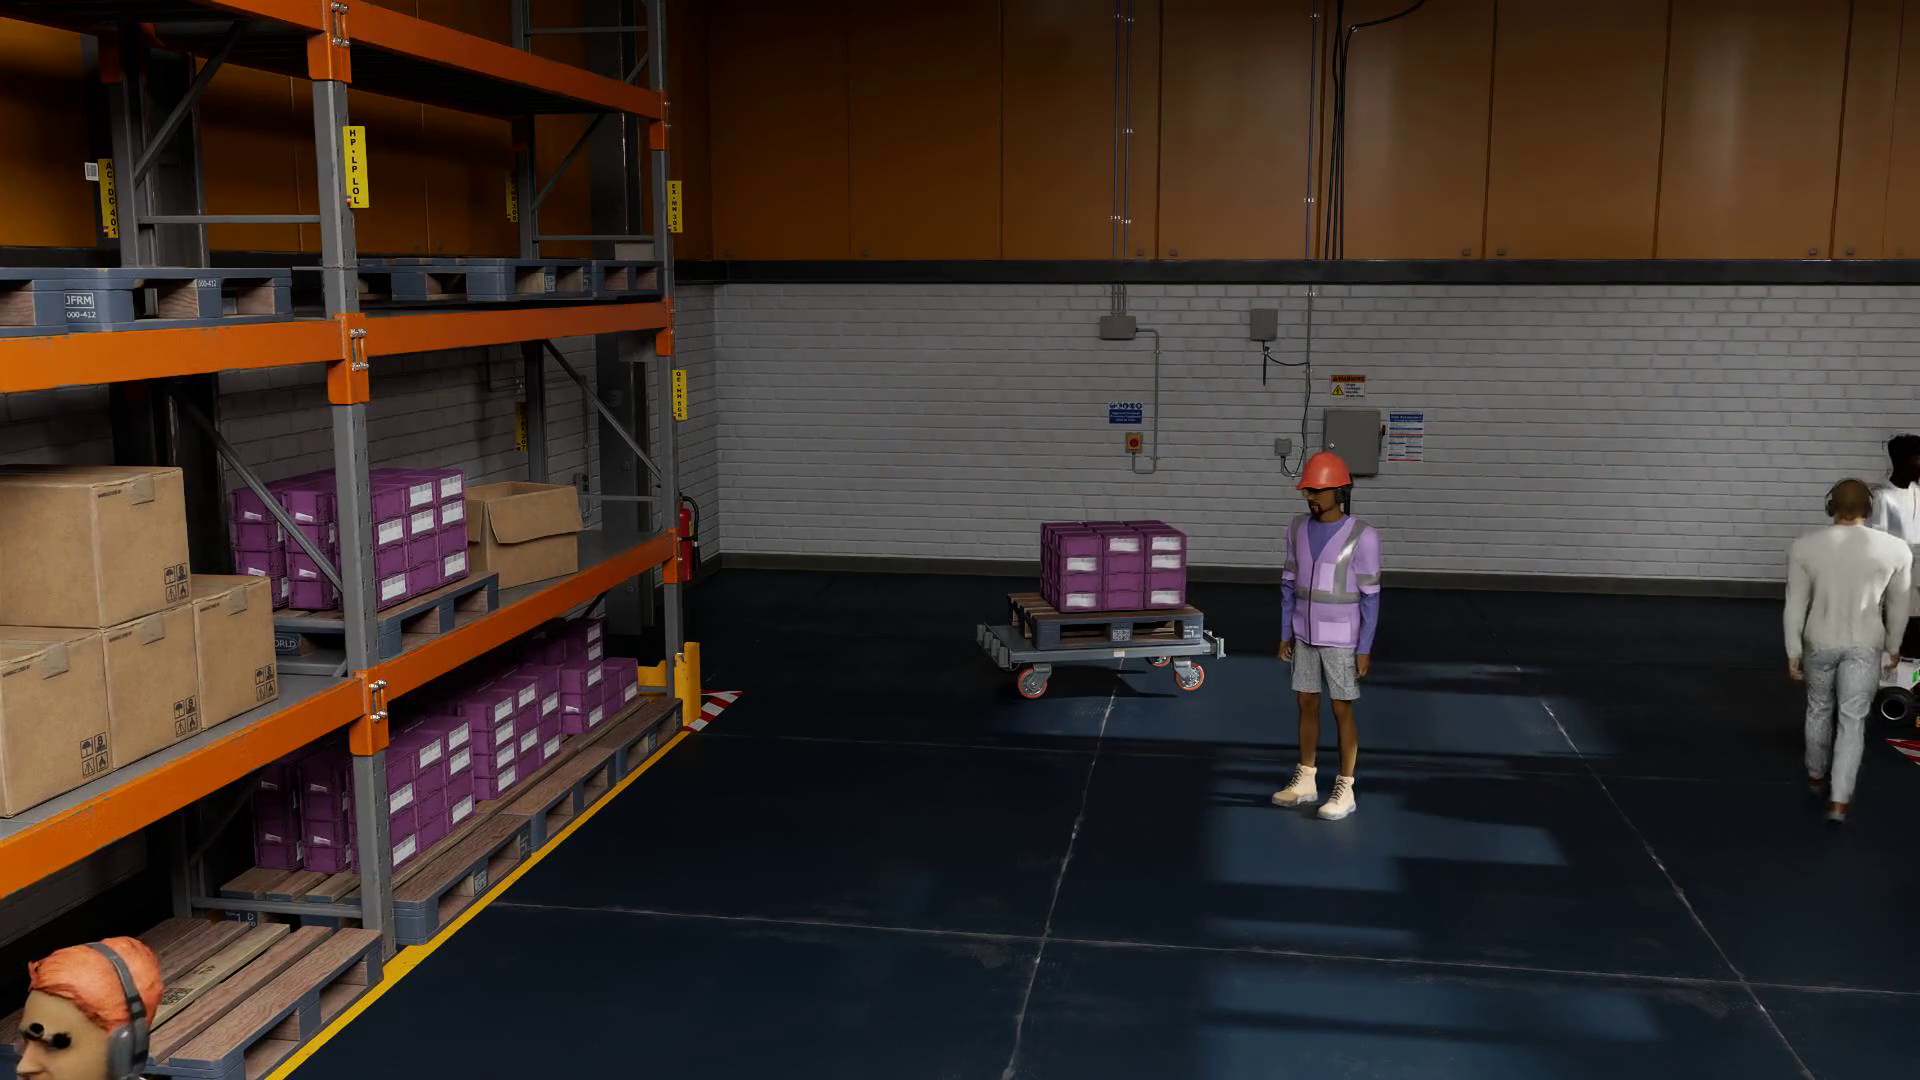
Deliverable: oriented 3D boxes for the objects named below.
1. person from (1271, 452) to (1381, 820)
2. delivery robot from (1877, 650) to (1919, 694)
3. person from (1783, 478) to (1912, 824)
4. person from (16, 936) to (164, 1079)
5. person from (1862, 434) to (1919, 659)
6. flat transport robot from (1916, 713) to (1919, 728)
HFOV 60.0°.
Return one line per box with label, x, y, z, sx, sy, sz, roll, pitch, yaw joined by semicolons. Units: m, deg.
person;2.012;0.529;9.223;0.394;2.041;0.612;-8;12;-40
delivery robot;6.133;0.887;11.305;0.707;0.478;0.477;7;11;36
person;4.938;0.598;9.311;0.631;1.893;1.038;5;11;29
person;-1.497;1.619;2.991;0.583;1.884;0.350;8;12;42
person;6.471;0.228;11.476;0.615;1.913;0.933;-5;10;-28
flat transport robot;7.028;1.175;10.690;1.431;0.197;0.652;8;12;40
